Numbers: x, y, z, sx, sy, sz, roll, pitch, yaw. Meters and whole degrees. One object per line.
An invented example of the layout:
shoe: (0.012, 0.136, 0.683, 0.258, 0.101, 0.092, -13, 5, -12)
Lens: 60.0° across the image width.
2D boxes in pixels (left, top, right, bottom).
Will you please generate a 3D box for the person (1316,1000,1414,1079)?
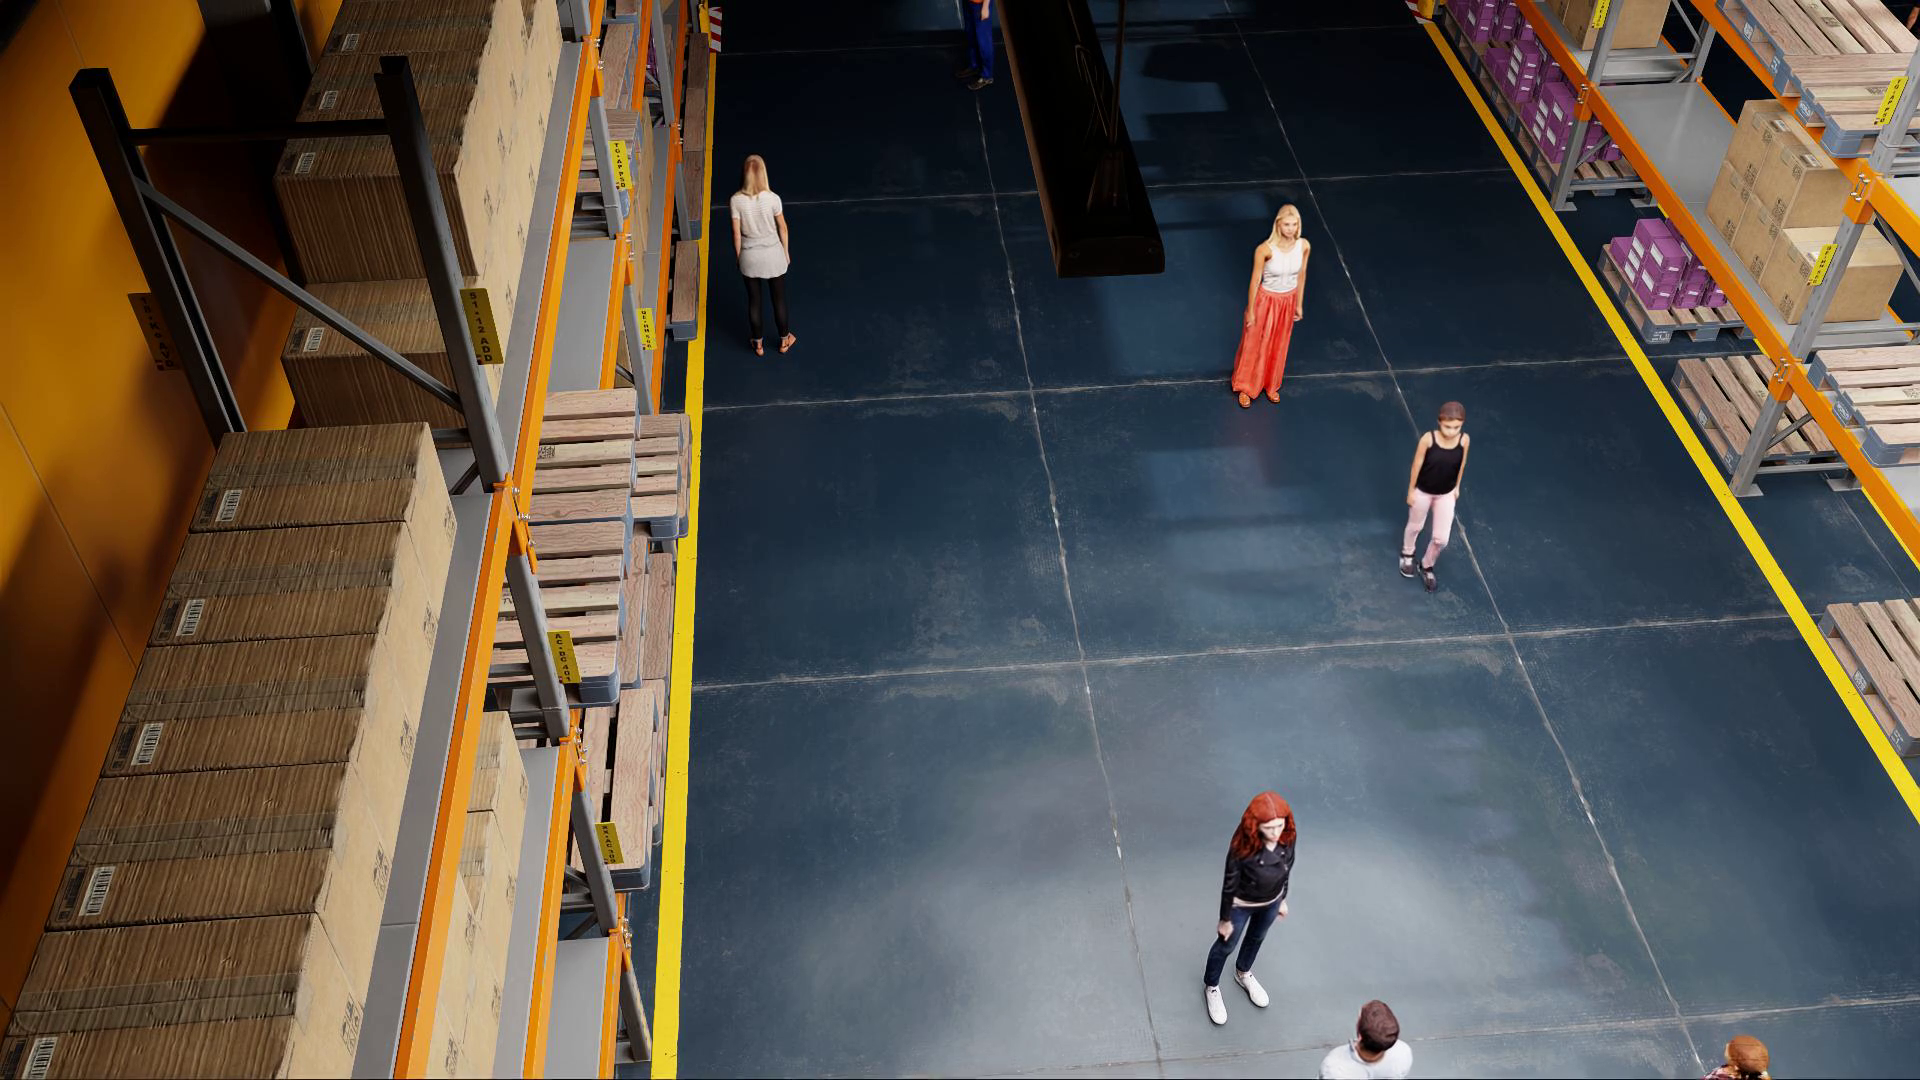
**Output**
person: (1.881, 2.784, 8.050, 0.695, 1.847, 0.635, -13, 45, -13)

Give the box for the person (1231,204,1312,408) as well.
person: (2.437, -1.826, 12.922, 0.666, 1.801, 0.623, -10, 44, -10)

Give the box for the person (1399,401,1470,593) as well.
person: (3.285, -0.384, 11.593, 0.578, 1.548, 0.673, 2, 44, 2)

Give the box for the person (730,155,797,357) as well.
person: (-1.588, -2.268, 13.368, 0.585, 1.827, 0.506, -4, 44, -4)

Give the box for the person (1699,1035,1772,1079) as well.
person: (3.794, 2.943, 8.301, 0.764, 1.271, 0.960, -22, 48, -21)

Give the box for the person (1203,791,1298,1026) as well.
person: (1.570, 1.961, 8.958, 0.641, 1.787, 0.632, -16, 46, -16)

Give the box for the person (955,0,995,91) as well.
person: (0.178, -5.457, 16.677, 0.832, 1.880, 0.695, -18, 47, -18)
